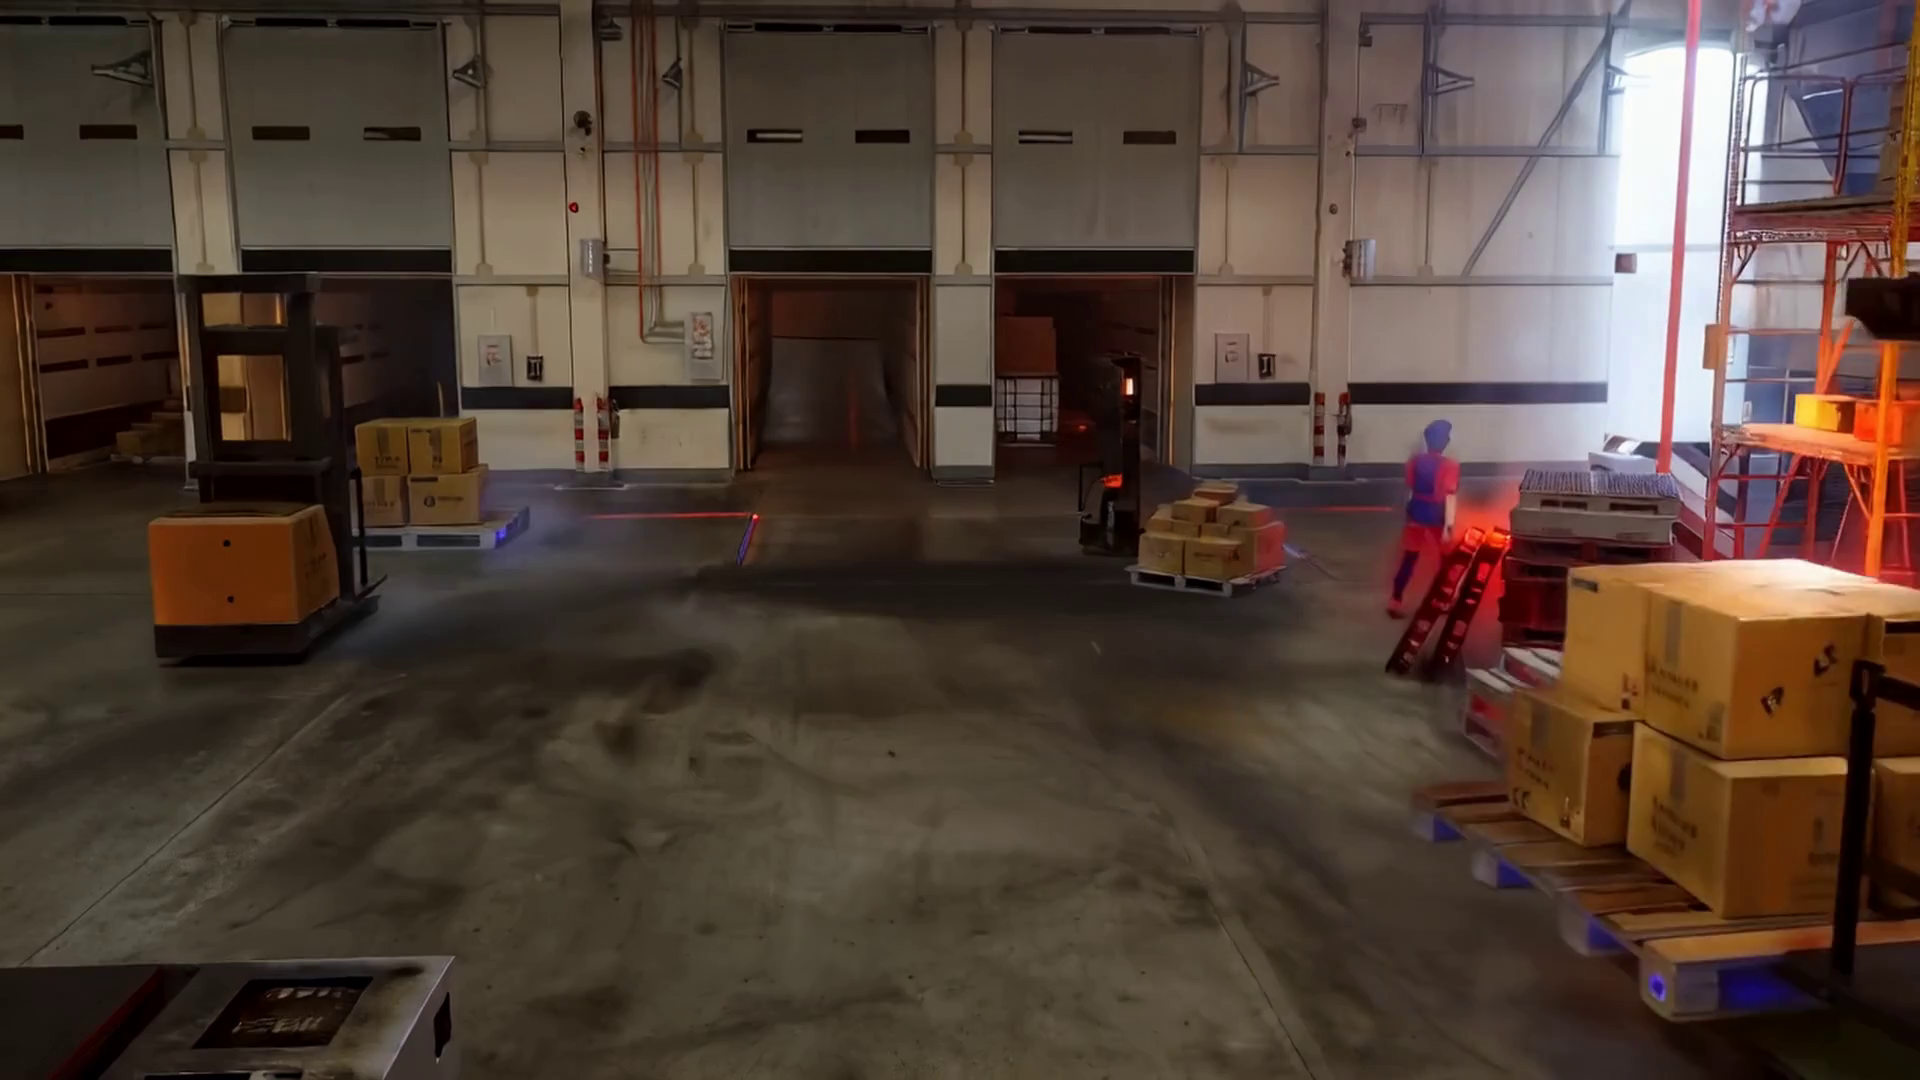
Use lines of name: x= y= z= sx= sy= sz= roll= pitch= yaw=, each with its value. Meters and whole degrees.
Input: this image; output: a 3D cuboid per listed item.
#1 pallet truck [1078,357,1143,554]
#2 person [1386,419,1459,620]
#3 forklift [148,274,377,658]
pallet truck: x=2.088 y=-0.836 z=16.757 sx=1.885 sy=1.965 sz=0.823 roll=2 pitch=9 yaw=13
person: x=3.827 y=-0.166 z=13.612 sx=0.860 sy=1.657 sz=0.539 roll=-7 pitch=11 yaw=-38
forklift: x=-5.348 y=-0.627 z=12.681 sx=1.129 sy=2.768 sz=1.873 roll=-1 pitch=9 yaw=-4
